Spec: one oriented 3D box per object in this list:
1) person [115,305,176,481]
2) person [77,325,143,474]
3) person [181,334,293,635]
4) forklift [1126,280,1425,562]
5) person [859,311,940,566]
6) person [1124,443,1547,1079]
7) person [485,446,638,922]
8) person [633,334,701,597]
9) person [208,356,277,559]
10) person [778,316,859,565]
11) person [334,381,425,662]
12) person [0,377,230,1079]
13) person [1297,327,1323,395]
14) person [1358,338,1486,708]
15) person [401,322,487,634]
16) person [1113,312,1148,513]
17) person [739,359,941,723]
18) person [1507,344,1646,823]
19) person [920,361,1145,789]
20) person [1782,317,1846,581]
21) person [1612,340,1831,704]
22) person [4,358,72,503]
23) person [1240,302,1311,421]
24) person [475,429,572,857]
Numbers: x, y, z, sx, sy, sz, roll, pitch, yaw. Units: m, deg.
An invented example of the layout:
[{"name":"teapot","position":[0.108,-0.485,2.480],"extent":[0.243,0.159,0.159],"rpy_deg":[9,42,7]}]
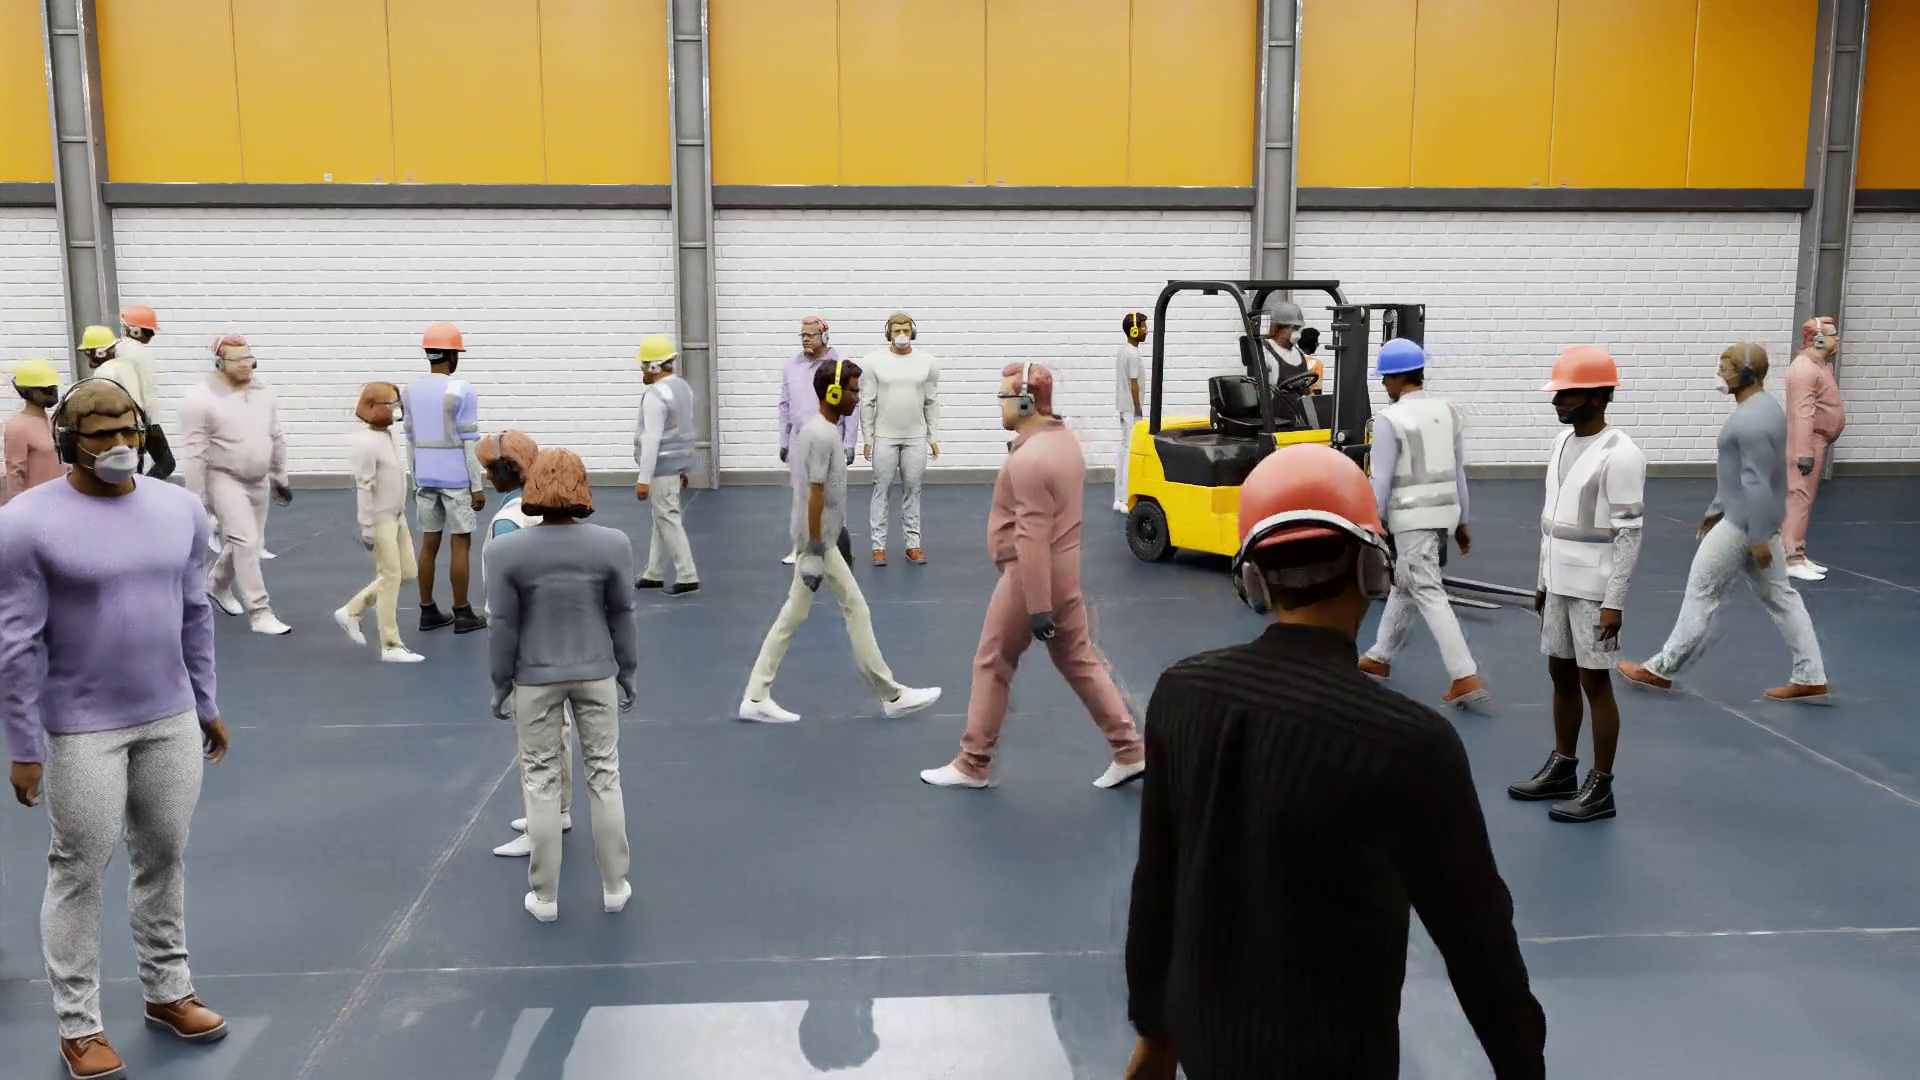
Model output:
[{"name":"person","position":[-6.927,-0.995,14.052],"extent":[0.669,1.961,0.441],"rpy_deg":[6,11,34]},{"name":"person","position":[-6.874,-0.838,13.539],"extent":[0.426,1.809,0.620],"rpy_deg":[0,9,-1]},{"name":"person","position":[-4.565,-0.350,10.343],"extent":[0.884,1.867,0.673],"rpy_deg":[4,10,22]},{"name":"forklift","position":[2.301,-0.860,12.475],"extent":[1.214,2.155,2.313],"rpy_deg":[-6,11,-35]},{"name":"person","position":[-0.456,-0.772,12.727],"extent":[0.628,1.940,0.378],"rpy_deg":[-2,9,-13]},{"name":"person","position":[0.620,0.822,2.709],"extent":[0.979,1.931,0.643],"rpy_deg":[-5,11,-31]},{"name":"person","position":[-1.361,0.494,5.728],"extent":[0.504,1.632,0.269],"rpy_deg":[-3,10,-18]},{"name":"person","position":[-2.065,-0.504,11.459],"extent":[0.540,1.825,0.604],"rpy_deg":[2,9,11]},{"name":"person","position":[-5.619,-0.646,12.933],"extent":[0.467,1.624,0.516],"rpy_deg":[3,10,18]},{"name":"person","position":[-1.096,-0.745,12.655],"extent":[0.654,1.906,0.406],"rpy_deg":[3,10,21]},{"name":"person","position":[-3.340,-0.101,9.490],"extent":[0.462,1.623,0.510],"rpy_deg":[0,9,0]},{"name":"person","position":[-2.350,0.515,4.641],"extent":[0.352,1.937,0.635],"rpy_deg":[6,11,33]},{"name":"person","position":[3.475,-1.300,16.819],"extent":[0.318,1.691,0.534],"rpy_deg":[-6,11,-31]},{"name":"person","position":[2.414,-0.099,8.682],"extent":[0.640,1.891,1.019],"rpy_deg":[-7,12,-38]},{"name":"person","position":[-3.181,-0.382,10.327],"extent":[0.541,1.930,0.385],"rpy_deg":[4,10,23]},{"name":"person","position":[1.616,-1.185,15.534],"extent":[0.318,1.870,0.531],"rpy_deg":[-2,9,-10]},{"name":"person","position":[-0.635,0.016,8.204],"extent":[1.019,1.806,0.530],"rpy_deg":[-2,9,-11]},{"name":"person","position":[2.503,0.178,6.766],"extent":[0.372,1.935,0.551],"rpy_deg":[-2,9,-13]},{"name":"person","position":[0.370,0.168,7.079],"extent":[0.986,1.862,0.651],"rpy_deg":[4,10,21]},{"name":"person","position":[6.247,-0.673,12.194],"extent":[0.407,1.913,0.641],"rpy_deg":[5,10,30]},{"name":"person","position":[4.035,-0.084,8.610],"extent":[1.045,1.886,0.638],"rpy_deg":[6,11,33]},{"name":"person","position":[-5.494,-0.209,9.840],"extent":[0.821,1.737,0.528],"rpy_deg":[0,9,1]},{"name":"person","position":[2.723,-0.990,13.776],"extent":[1.010,2.000,0.698],"rpy_deg":[8,12,43]},{"name":"person","position":[-1.654,0.390,6.365],"extent":[0.315,1.639,0.515],"rpy_deg":[0,9,1]}]
